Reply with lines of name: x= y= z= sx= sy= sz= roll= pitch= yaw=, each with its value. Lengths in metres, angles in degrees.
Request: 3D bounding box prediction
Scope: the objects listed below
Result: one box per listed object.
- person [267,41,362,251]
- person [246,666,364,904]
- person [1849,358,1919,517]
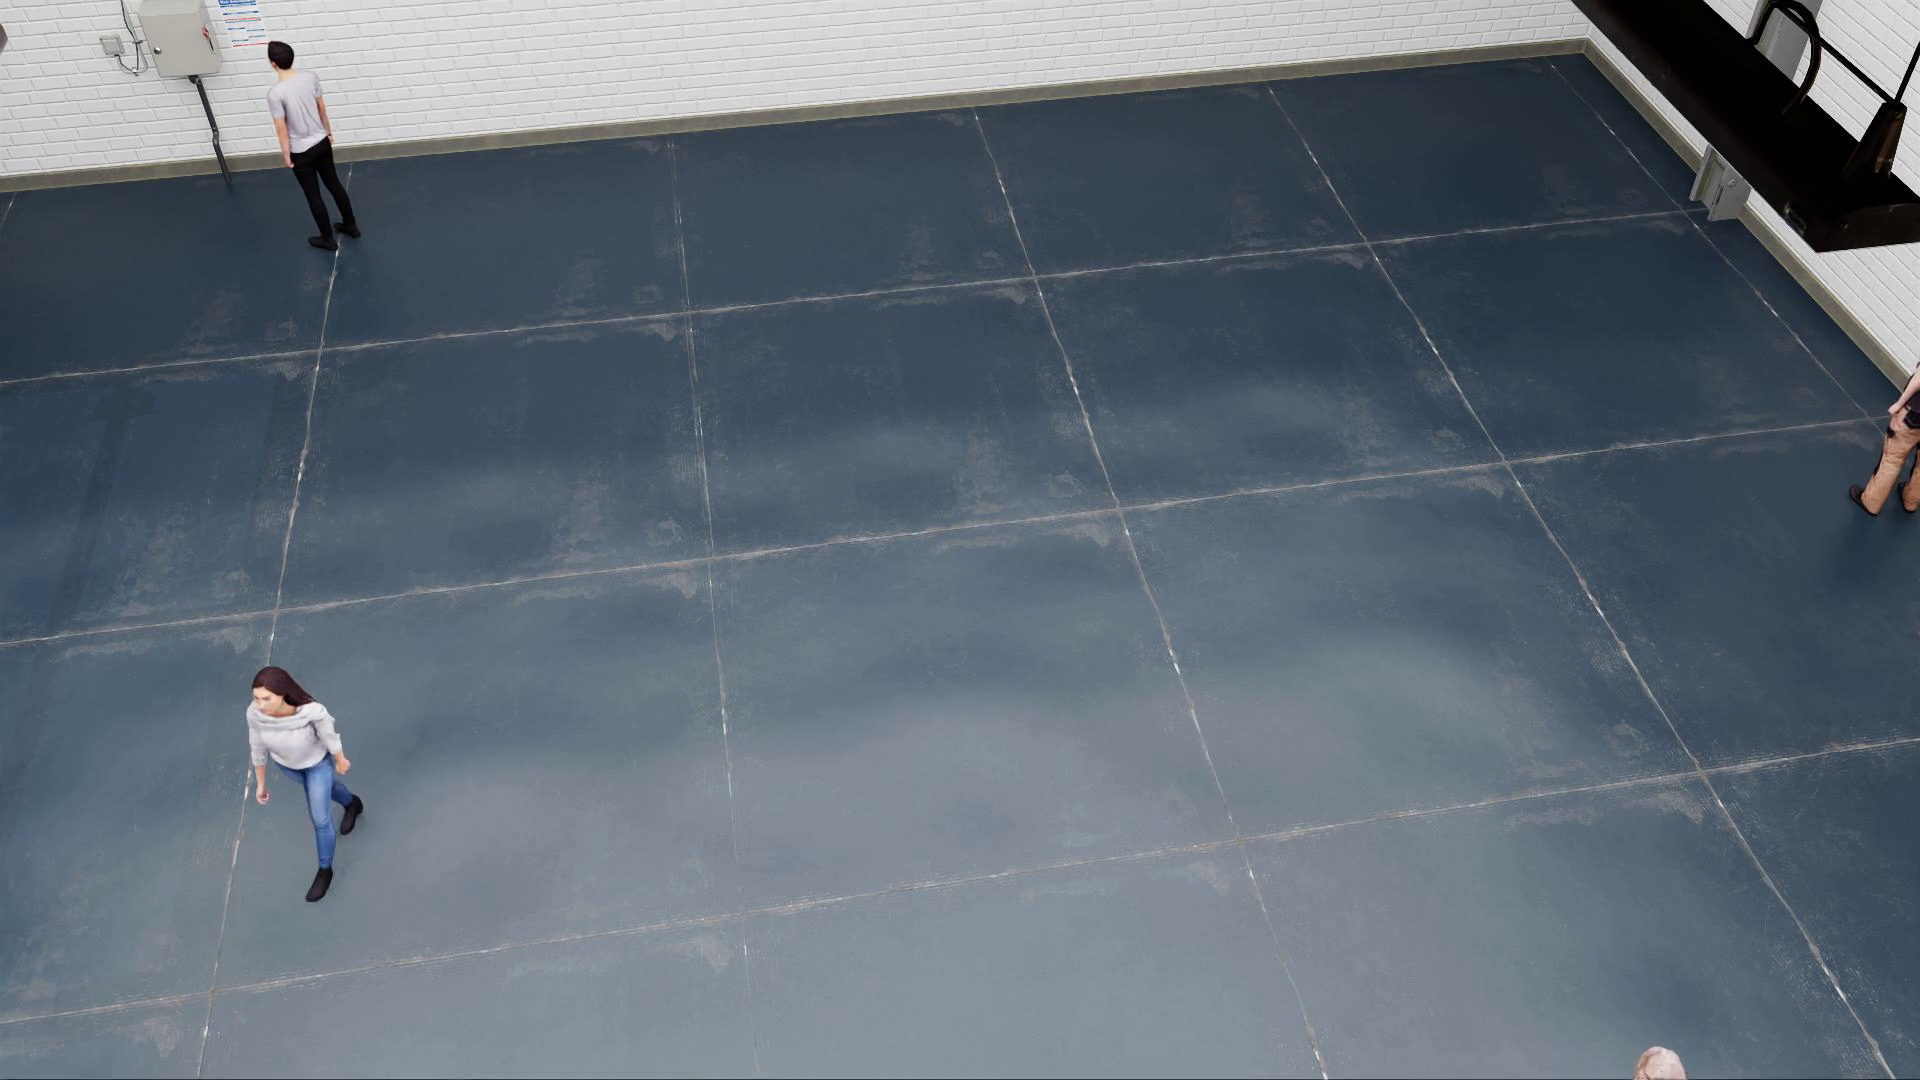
person: x=-5.504 y=-3.336 z=14.089 sx=0.787 sy=1.861 sz=0.718 roll=23 pitch=48 yaw=22
person: x=-3.702 y=1.220 z=9.504 sx=0.845 sy=1.588 sz=1.089 roll=8 pitch=44 yaw=8
person: x=6.772 y=-0.934 z=11.581 sx=0.703 sy=1.842 sz=0.615 roll=-3 pitch=44 yaw=-3
